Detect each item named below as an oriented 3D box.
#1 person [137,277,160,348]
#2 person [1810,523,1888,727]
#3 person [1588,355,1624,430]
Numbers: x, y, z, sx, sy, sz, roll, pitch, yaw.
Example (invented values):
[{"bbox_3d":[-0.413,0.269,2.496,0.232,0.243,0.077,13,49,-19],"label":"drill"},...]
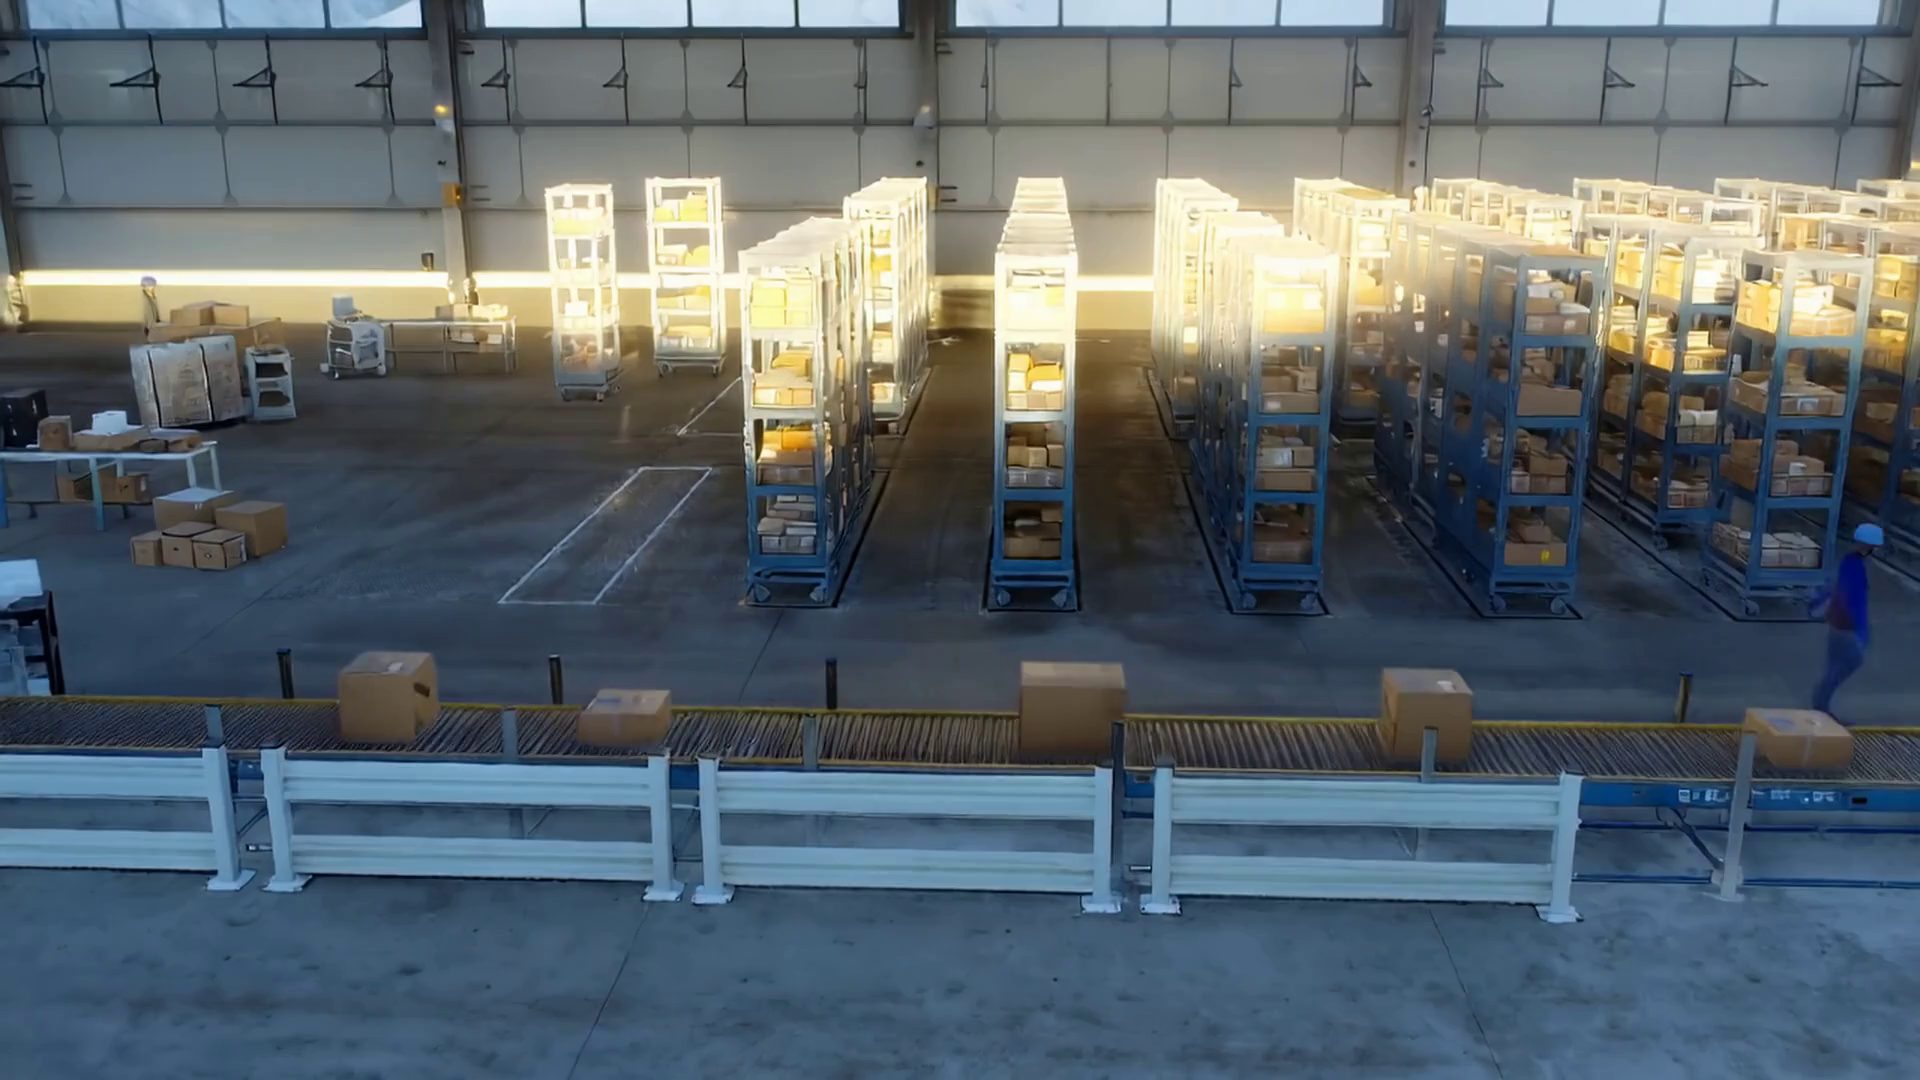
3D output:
[{"bbox_3d":[-15.175,-4.051,31.249,0.331,1.753,0.561,-1,15,-3],"label":"person"},{"bbox_3d":[7.259,0.704,13.605,0.411,1.748,0.539,7,16,23],"label":"person"},{"bbox_3d":[9.550,-2.334,24.752,0.757,1.819,0.607,4,16,16],"label":"person"}]
